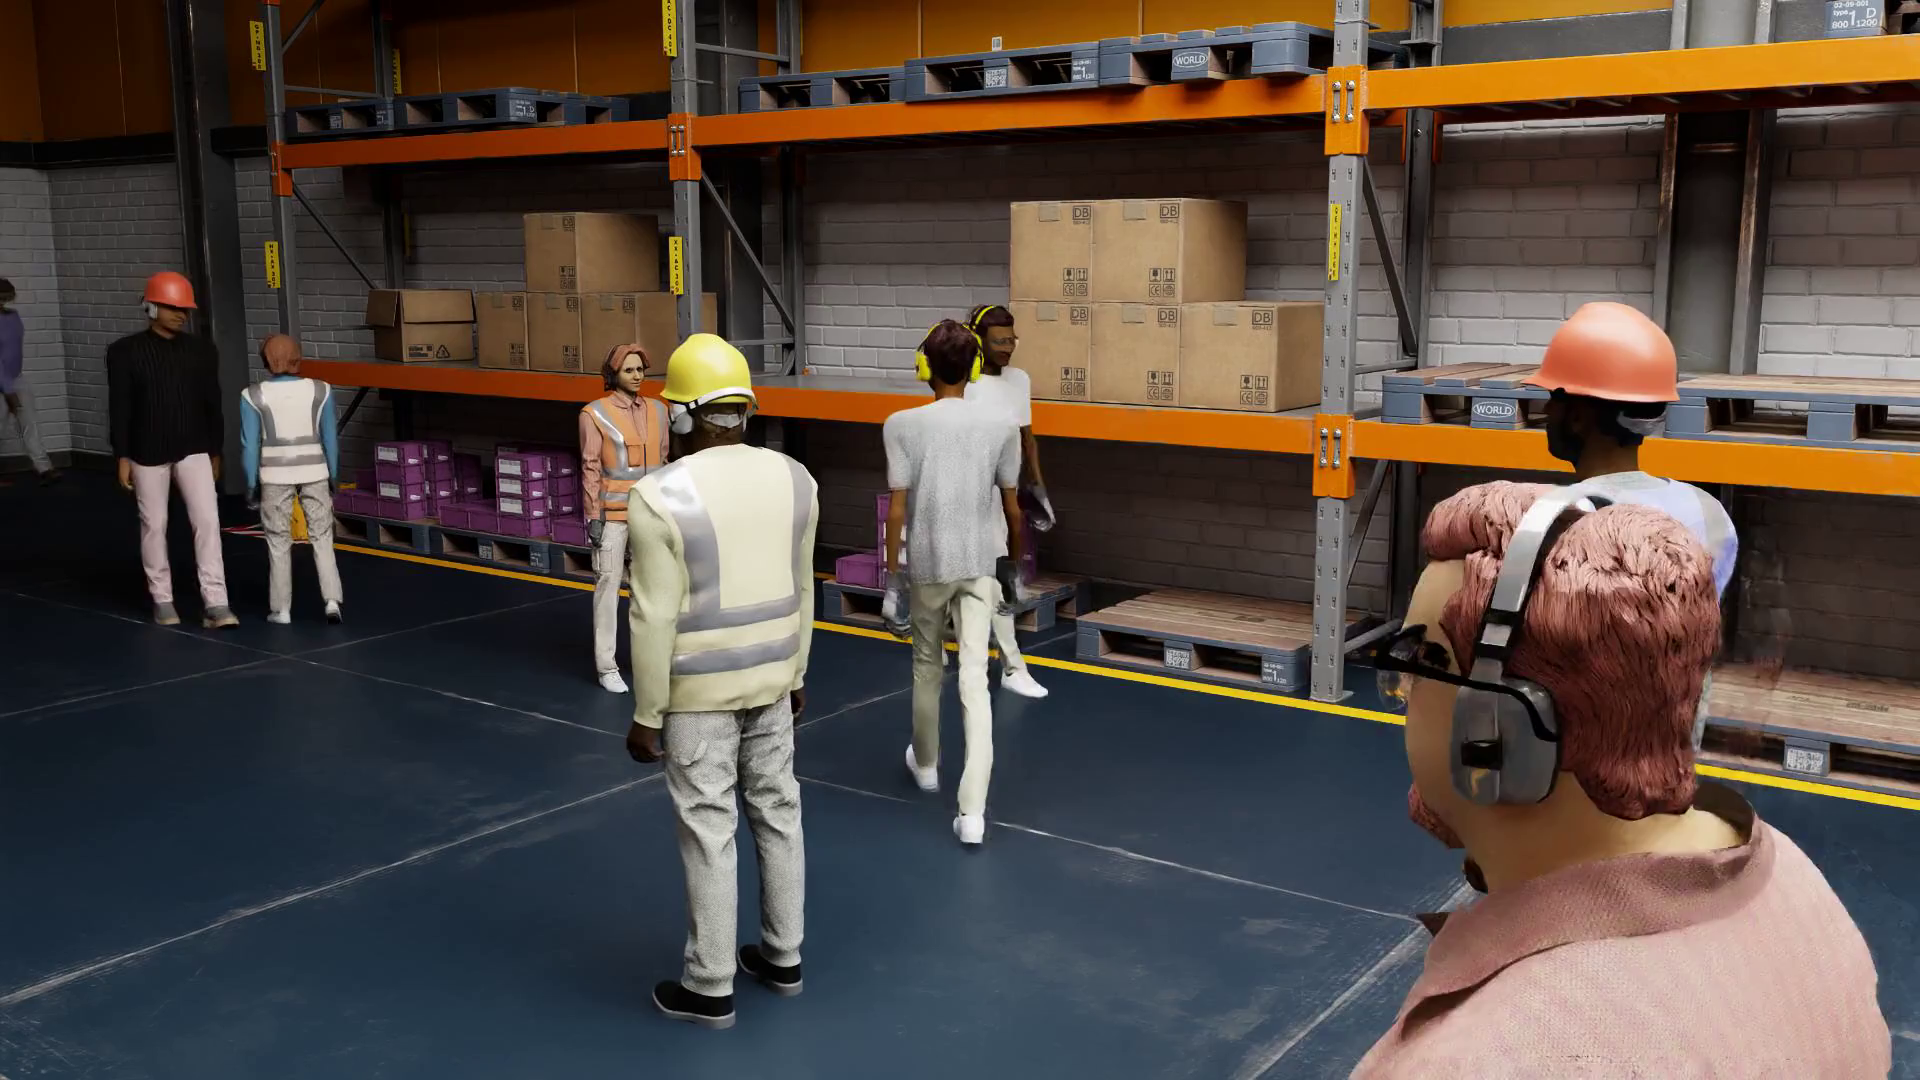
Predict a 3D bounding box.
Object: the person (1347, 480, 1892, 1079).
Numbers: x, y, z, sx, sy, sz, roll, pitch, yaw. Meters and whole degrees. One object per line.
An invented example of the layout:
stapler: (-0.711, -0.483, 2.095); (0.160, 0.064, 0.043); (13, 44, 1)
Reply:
person: (0.512, 0.885, 1.341); (0.644, 1.870, 0.978); (-8, 13, -41)

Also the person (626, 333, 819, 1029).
person: (-0.642, 0.375, 4.422); (0.404, 1.834, 0.591); (9, 13, 43)

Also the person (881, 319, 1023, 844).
person: (-0.025, 0.117, 6.014); (0.547, 1.811, 1.001); (-2, 10, -10)

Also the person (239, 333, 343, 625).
person: (-3.690, -0.317, 9.199); (0.521, 1.655, 0.385); (-6, 11, -33)

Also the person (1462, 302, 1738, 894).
person: (1.249, 0.503, 3.339); (0.547, 1.942, 0.350); (-4, 11, -25)

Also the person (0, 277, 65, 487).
person: (-8.385, -1.370, 14.699); (0.852, 1.875, 0.689); (1, 10, 3)

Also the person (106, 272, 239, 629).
person: (-4.265, -0.463, 9.036); (0.633, 1.949, 0.933); (-8, 12, -39)

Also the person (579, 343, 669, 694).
person: (-1.569, -0.108, 7.876); (0.308, 1.641, 0.516); (8, 12, 39)

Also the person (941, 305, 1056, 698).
person: (0.088, -0.210, 7.944); (0.534, 1.827, 0.905); (-9, 13, -44)
